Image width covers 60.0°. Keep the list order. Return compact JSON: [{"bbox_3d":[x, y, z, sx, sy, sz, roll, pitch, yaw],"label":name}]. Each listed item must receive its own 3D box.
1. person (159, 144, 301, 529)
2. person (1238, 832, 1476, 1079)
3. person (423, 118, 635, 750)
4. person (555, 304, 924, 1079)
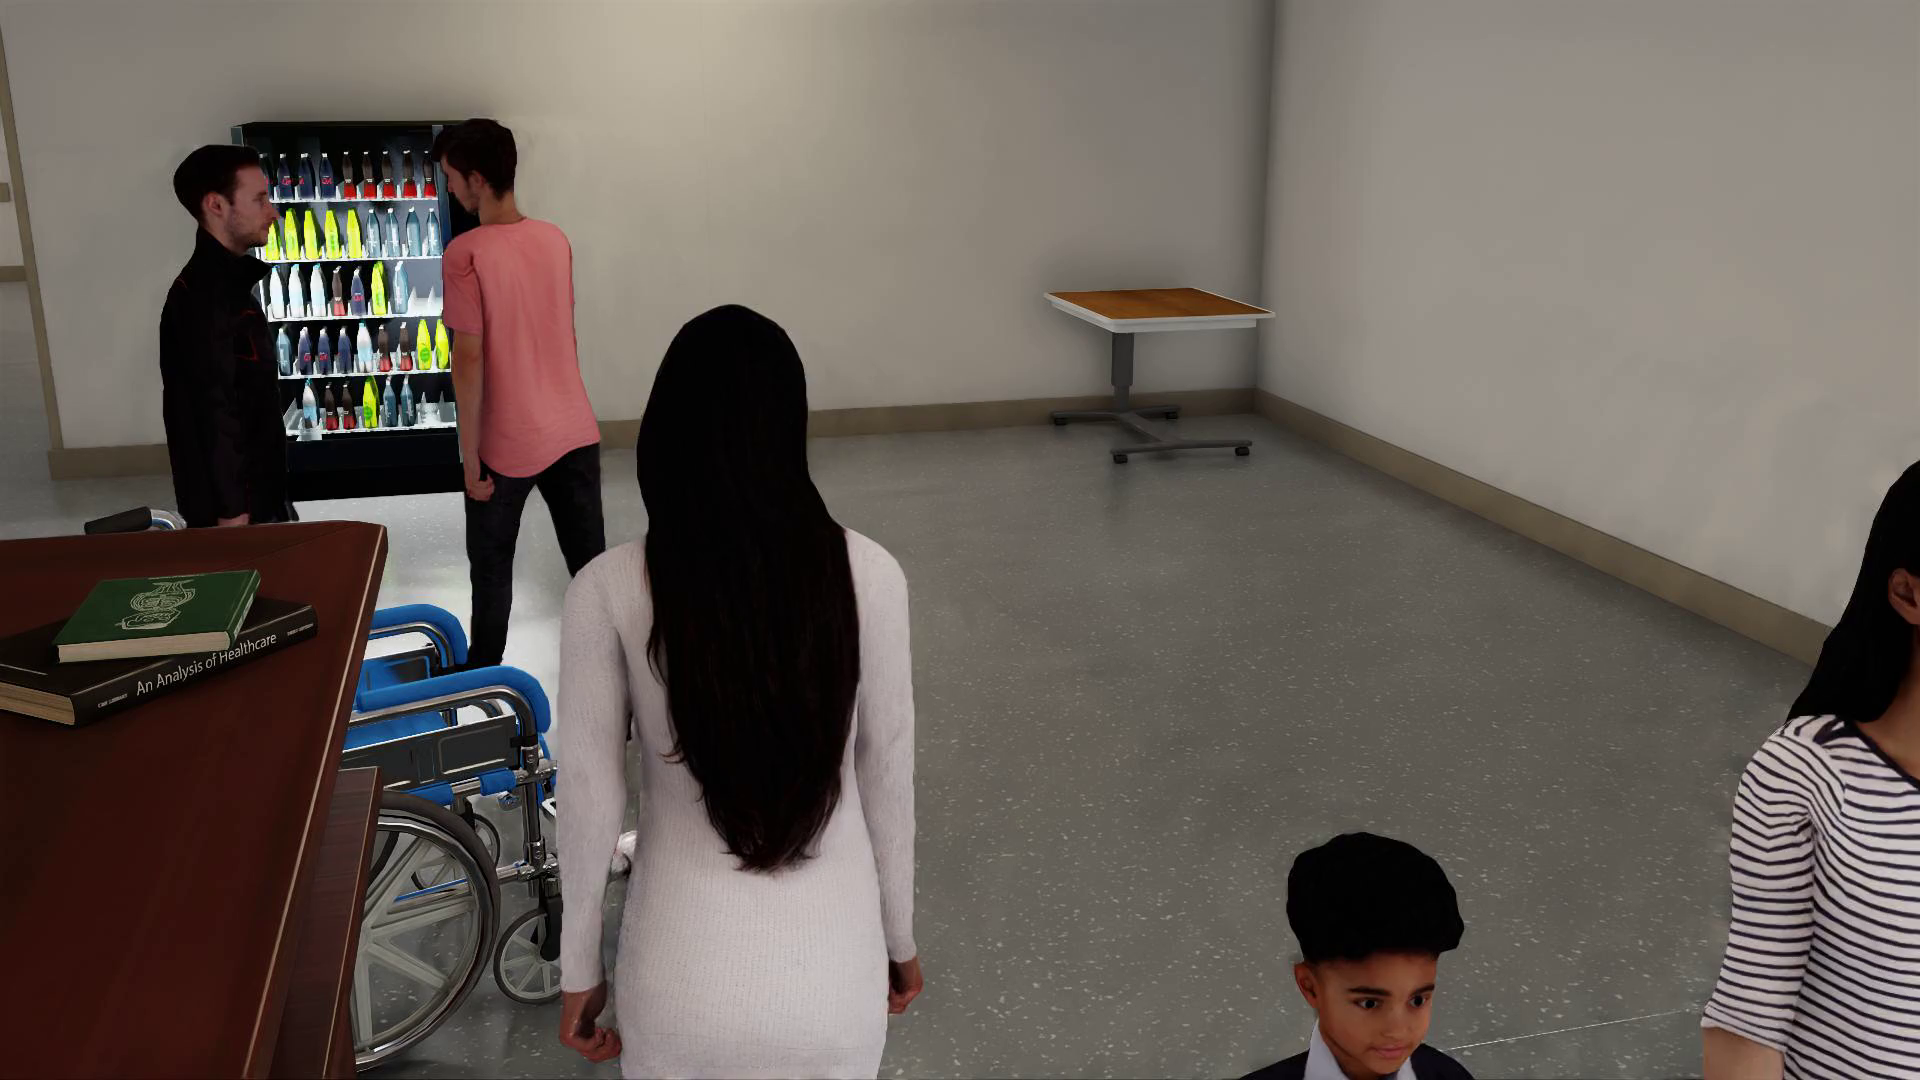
[{"bbox_3d":[-1.985,-0.067,4.422,0.968,1.888,0.687,-5,17,-18],"label":"person"},{"bbox_3d":[0.446,0.923,2.072,0.564,1.218,0.622,-1,16,-2],"label":"person"},{"bbox_3d":[-1.249,-0.257,5.064,1.182,1.906,1.241,15,21,42],"label":"person"},{"bbox_3d":[-0.261,0.612,2.183,0.766,1.795,0.732,-4,16,-15],"label":"person"}]
